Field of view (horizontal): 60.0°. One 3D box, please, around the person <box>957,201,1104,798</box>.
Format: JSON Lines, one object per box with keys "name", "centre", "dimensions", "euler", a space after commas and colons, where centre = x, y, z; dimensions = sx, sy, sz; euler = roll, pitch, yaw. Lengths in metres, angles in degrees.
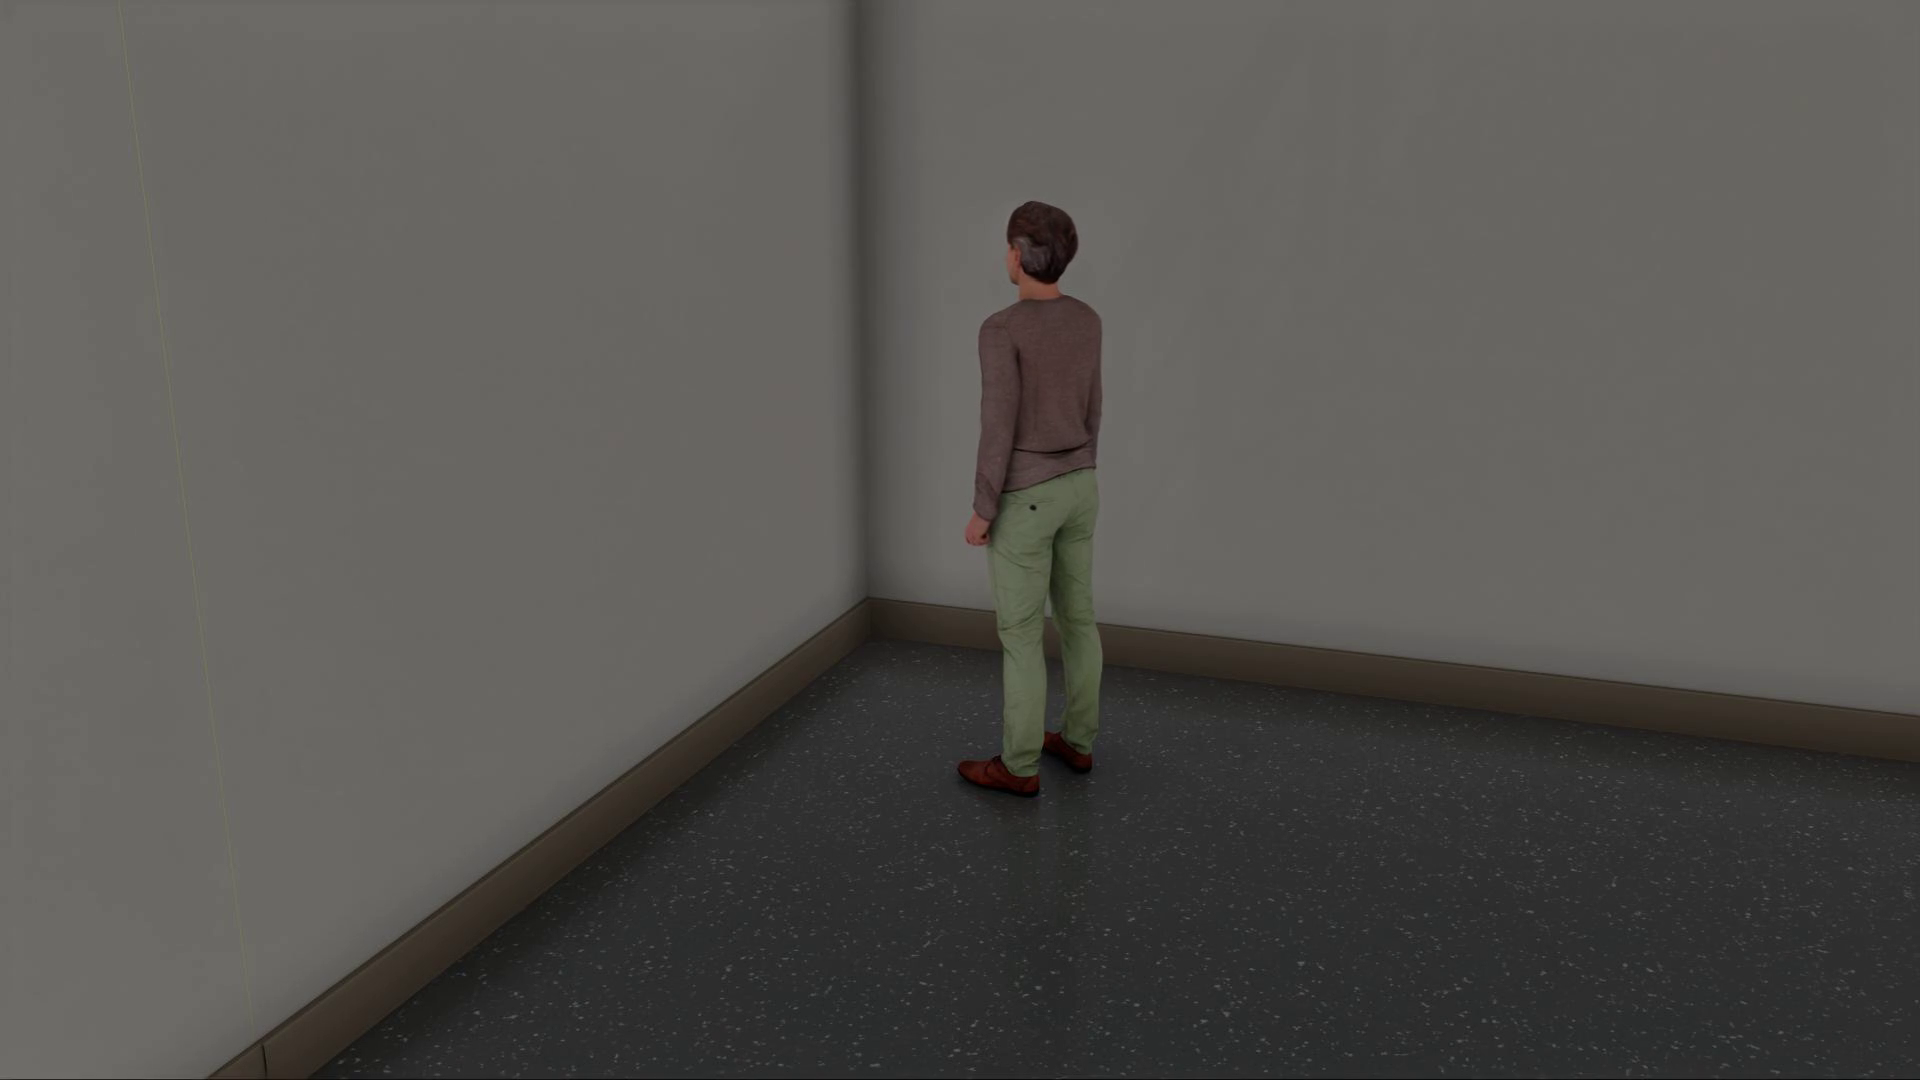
{"name": "person", "centre": [0.257, -0.117, 5.266], "dimensions": [0.711, 1.876, 0.833], "euler": [-14, 21, -41]}
